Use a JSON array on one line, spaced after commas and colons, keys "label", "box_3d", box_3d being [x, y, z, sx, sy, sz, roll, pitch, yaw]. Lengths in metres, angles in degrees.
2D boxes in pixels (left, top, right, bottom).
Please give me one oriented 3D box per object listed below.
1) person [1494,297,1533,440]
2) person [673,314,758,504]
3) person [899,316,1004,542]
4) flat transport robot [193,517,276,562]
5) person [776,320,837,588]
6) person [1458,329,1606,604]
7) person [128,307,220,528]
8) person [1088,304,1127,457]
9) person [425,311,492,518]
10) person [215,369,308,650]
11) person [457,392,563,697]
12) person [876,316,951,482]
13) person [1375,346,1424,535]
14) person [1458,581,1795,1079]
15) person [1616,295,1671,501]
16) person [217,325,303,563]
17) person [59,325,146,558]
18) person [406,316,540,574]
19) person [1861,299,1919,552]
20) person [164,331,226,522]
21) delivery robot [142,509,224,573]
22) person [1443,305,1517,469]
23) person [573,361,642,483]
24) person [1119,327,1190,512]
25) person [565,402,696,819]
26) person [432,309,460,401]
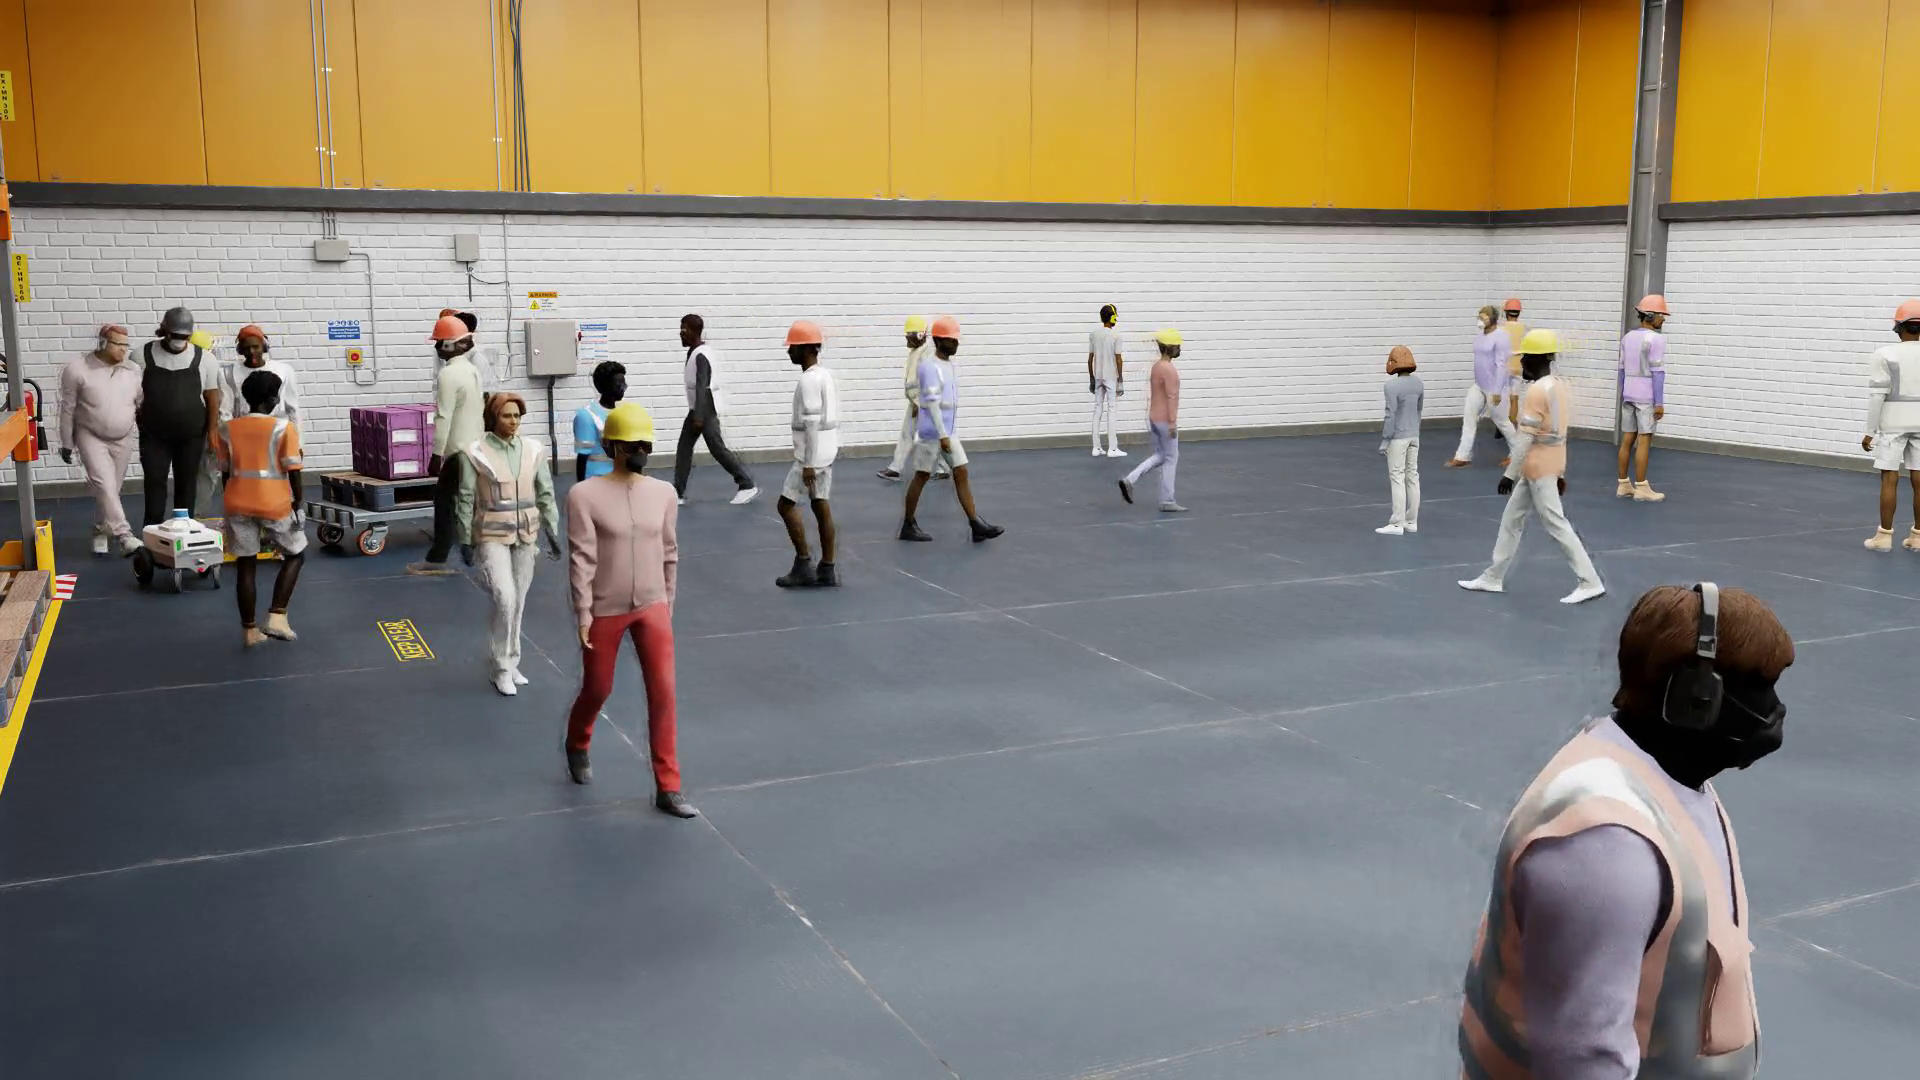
[{"label": "person", "box_3d": [7.356, -2.270, 22.220, 0.572, 1.924, 0.509, 2, 9, 11]}, {"label": "person", "box_3d": [-2.467, -1.266, 16.183, 1.001, 1.875, 0.610, -3, 10, -18]}, {"label": "person", "box_3d": [-0.093, -0.900, 13.827, 0.980, 1.890, 0.568, 5, 11, 29]}, {"label": "flat transport robot", "box_3d": [-5.901, -0.018, 13.368, 0.652, 0.197, 1.431, -4, 10, -26]}, {"label": "person", "box_3d": [-1.143, -0.603, 11.881, 0.575, 1.921, 0.570, 1, 9, 8]}, {"label": "person", "box_3d": [4.006, -0.505, 11.445, 0.998, 1.881, 0.591, 5, 10, 26]}, {"label": "person", "box_3d": [-6.367, -0.912, 13.445, 0.765, 2.000, 0.747, -4, 10, -25]}, {"label": "person", "box_3d": [1.803, -1.955, 20.443, 0.517, 1.873, 0.334, 8, 12, 41]}, {"label": "person", "box_3d": [-4.506, -1.168, 15.457, 1.056, 1.911, 0.615, -4, 10, -23]}, {"label": "person", "box_3d": [-4.189, -0.180, 9.985, 0.561, 1.673, 0.375, 1, 9, 4]}, {"label": "person", "box_3d": [-2.405, 0.018, 8.964, 0.567, 1.619, 0.518, 9, 13, 43]}, {"label": "person", "box_3d": [-0.481, -1.490, 17.791, 0.872, 1.787, 0.606, -5, 10, -27]}, {"label": "person", "box_3d": [3.807, -0.860, 14.380, 0.499, 1.632, 0.285, -7, 12, -38]}, {"label": "person", "box_3d": [0.973, 0.949, 2.681, 0.682, 1.807, 0.650, 6, 11, 34]}, {"label": "person", "box_3d": [6.794, -1.406, 16.518, 0.395, 2.039, 0.608, -2, 9, -12]}, {"label": "person", "box_3d": [-5.420, -0.729, 12.891, 0.577, 1.846, 0.891, -3, 10, -15]}, {"label": "person", "box_3d": [-6.736, -0.775, 13.202, 0.969, 1.847, 0.663, 8, 12, 40]}, {"label": "person", "box_3d": [-3.629, -0.683, 12.325, 0.997, 1.958, 0.608, 0, 9, -1]}, {"label": "person", "box_3d": [7.620, -0.914, 13.442, 0.605, 2.045, 0.386, 1, 9, 5]}, {"label": "person", "box_3d": [-6.344, -0.886, 14.113, 0.934, 1.764, 0.605, -2, 9, -14]}, {"label": "delivery robot", "box_3d": [-5.602, 0.017, 11.986, 0.477, 0.478, 0.707, -9, 13, -44]}, {"label": "person", "box_3d": [6.116, -1.758, 19.165, 0.998, 1.896, 0.641, -3, 10, -17]}, {"label": "person", "box_3d": [-2.278, -0.354, 11.109, 0.668, 1.670, 0.545, 5, 10, 27]}, {"label": "person", "box_3d": [1.856, -1.123, 15.666, 0.574, 1.755, 0.533, -2, 9, -11]}, {"label": "person", "box_3d": [-1.448, 0.267, 7.083, 0.524, 1.732, 0.838, -6, 11, -33]}, {"label": "person", "box_3d": [-5.332, -1.470, 17.399, 0.358, 1.881, 0.574, -4, 10, -22]}]
